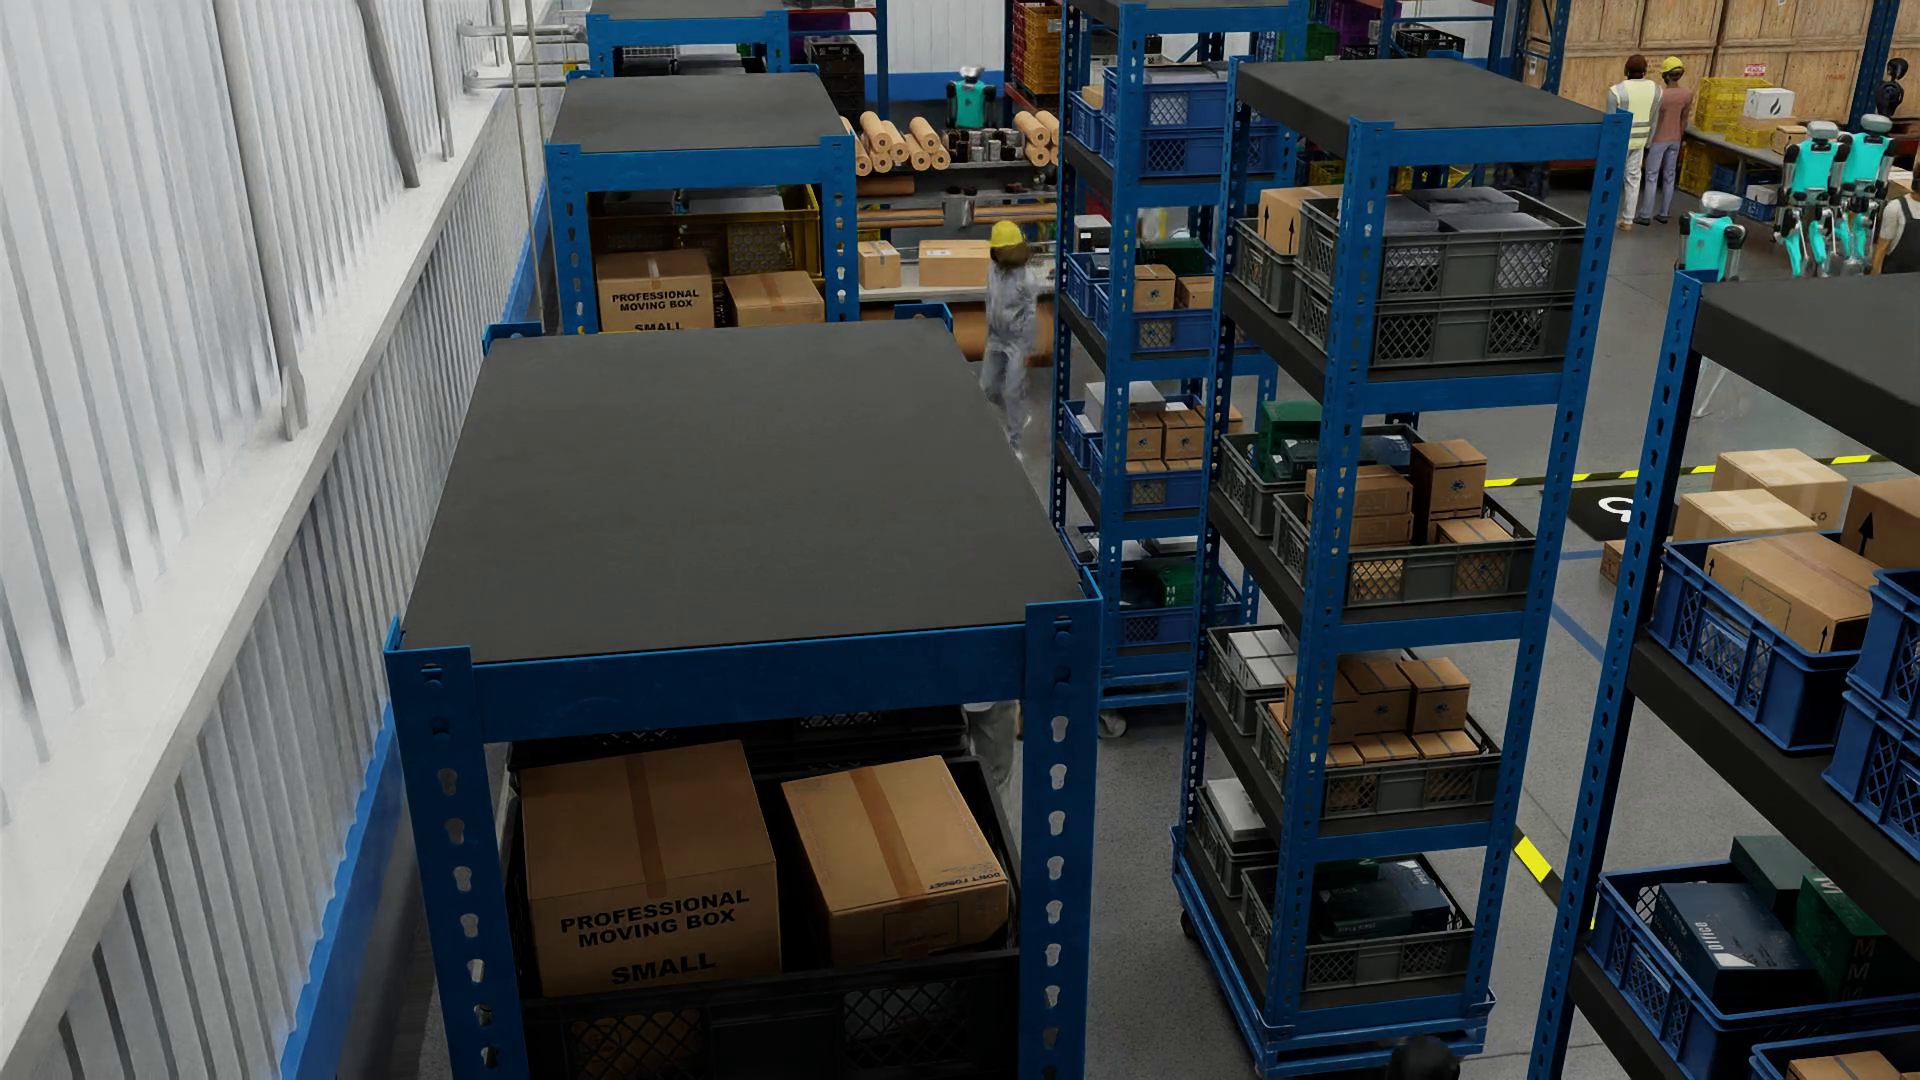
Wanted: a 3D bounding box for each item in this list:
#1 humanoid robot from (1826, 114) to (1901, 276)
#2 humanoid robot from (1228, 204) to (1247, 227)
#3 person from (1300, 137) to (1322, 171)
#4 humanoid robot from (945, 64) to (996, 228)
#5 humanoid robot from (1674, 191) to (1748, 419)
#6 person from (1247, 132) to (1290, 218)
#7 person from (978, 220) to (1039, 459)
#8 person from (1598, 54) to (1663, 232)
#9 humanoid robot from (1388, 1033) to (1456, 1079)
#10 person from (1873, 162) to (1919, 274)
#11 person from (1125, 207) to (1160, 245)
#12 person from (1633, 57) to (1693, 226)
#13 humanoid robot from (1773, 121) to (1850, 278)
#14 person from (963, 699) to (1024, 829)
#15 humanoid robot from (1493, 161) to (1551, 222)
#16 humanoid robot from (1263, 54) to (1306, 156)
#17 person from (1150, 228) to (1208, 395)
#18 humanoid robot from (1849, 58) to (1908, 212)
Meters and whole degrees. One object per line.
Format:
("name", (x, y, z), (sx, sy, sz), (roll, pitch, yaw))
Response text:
("humanoid robot", (7.955, -2.826, 14.695), (0.575, 1.769, 0.908), (0, 25, 1))
("humanoid robot", (2.921, -3.869, 16.952), (0.537, 1.722, 1.010), (-10, 26, -20))
("person", (3.895, -4.535, 18.188), (0.399, 1.916, 0.589), (4, 25, 8))
("humanoid robot", (0.187, -4.159, 17.648), (0.559, 1.828, 0.917), (7, 26, 15))
("humanoid robot", (5.563, -1.736, 12.155), (0.735, 1.677, 0.533), (-12, 27, -24))
("person", (2.947, -3.584, 16.178), (0.507, 1.868, 0.328), (-4, 25, -9))
("person", (0.355, -1.368, 11.530), (0.414, 1.730, 0.484), (-22, 32, -39))
("person", (6.944, -4.132, 17.402), (0.627, 1.839, 0.429), (-5, 25, -10))
("humanoid robot", (1.067, 1.978, 4.321), (0.589, 1.646, 0.351), (8, 26, 16))
("person", (7.231, -2.011, 12.796), (0.498, 1.838, 0.348), (-6, 25, -12))
("person", (1.426, -2.348, 13.513), (0.410, 1.853, 0.517), (12, 27, 24))
("person", (7.485, -4.246, 17.745), (0.523, 1.759, 0.324), (-8, 26, -16))
("humanoid robot", (7.325, -2.670, 14.277), (0.546, 1.749, 0.677), (1, 25, 2))
("person", (0.059, 0.653, 6.996), (0.563, 1.840, 0.397), (17, 30, 32))
("humanoid robot", (5.186, -3.175, 15.510), (0.602, 1.643, 0.394), (-5, 25, -10))
("humanoid robot", (3.696, -4.441, 18.271), (0.913, 1.769, 0.533), (-1, 25, -1))
("person", (1.394, -1.121, 10.840), (0.595, 1.850, 0.398), (-4, 25, -8))
("humanoid robot", (10.092, -4.440, 18.249), (0.315, 1.655, 0.599), (15, 29, 30))
